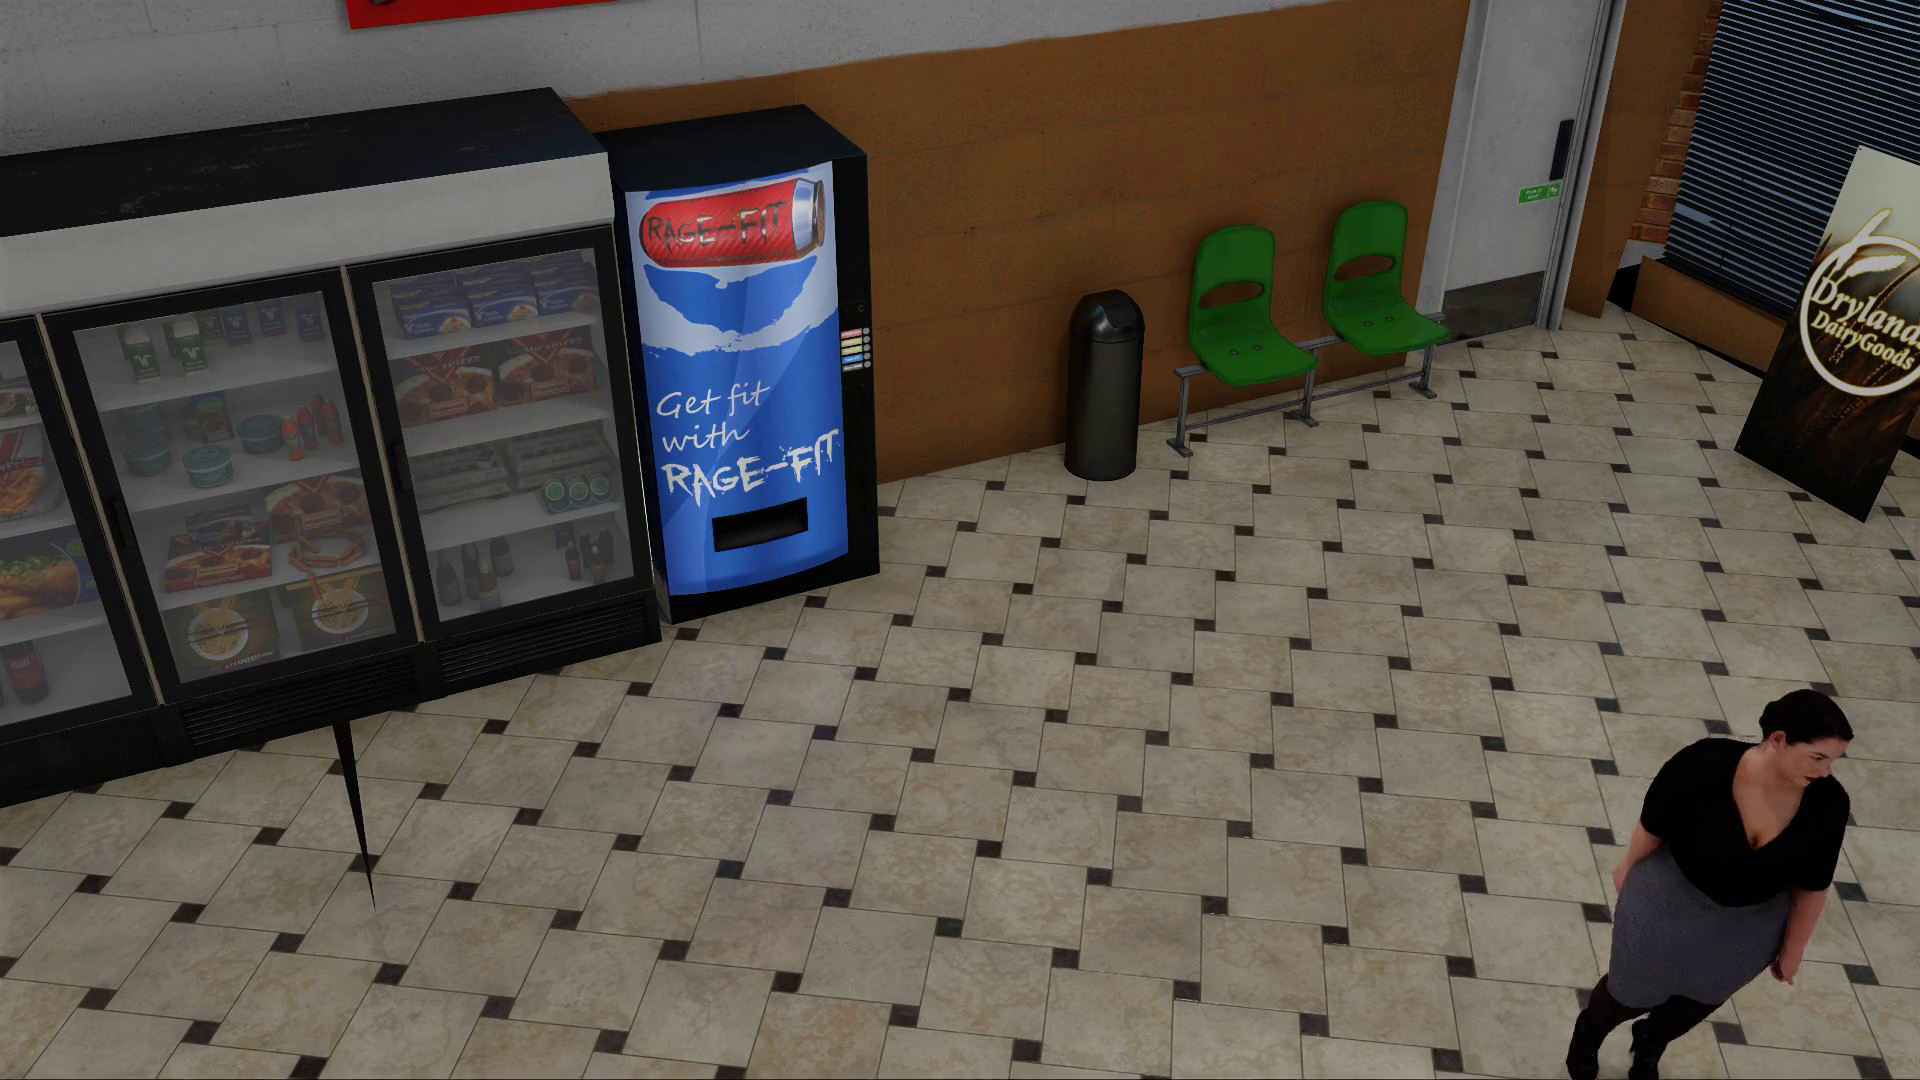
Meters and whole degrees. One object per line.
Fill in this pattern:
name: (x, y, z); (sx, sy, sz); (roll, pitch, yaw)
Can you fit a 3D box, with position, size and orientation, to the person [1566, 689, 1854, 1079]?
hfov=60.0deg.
person: (2.190, 1.065, 4.969); (0.837, 1.719, 0.891); (14, 35, 22)
